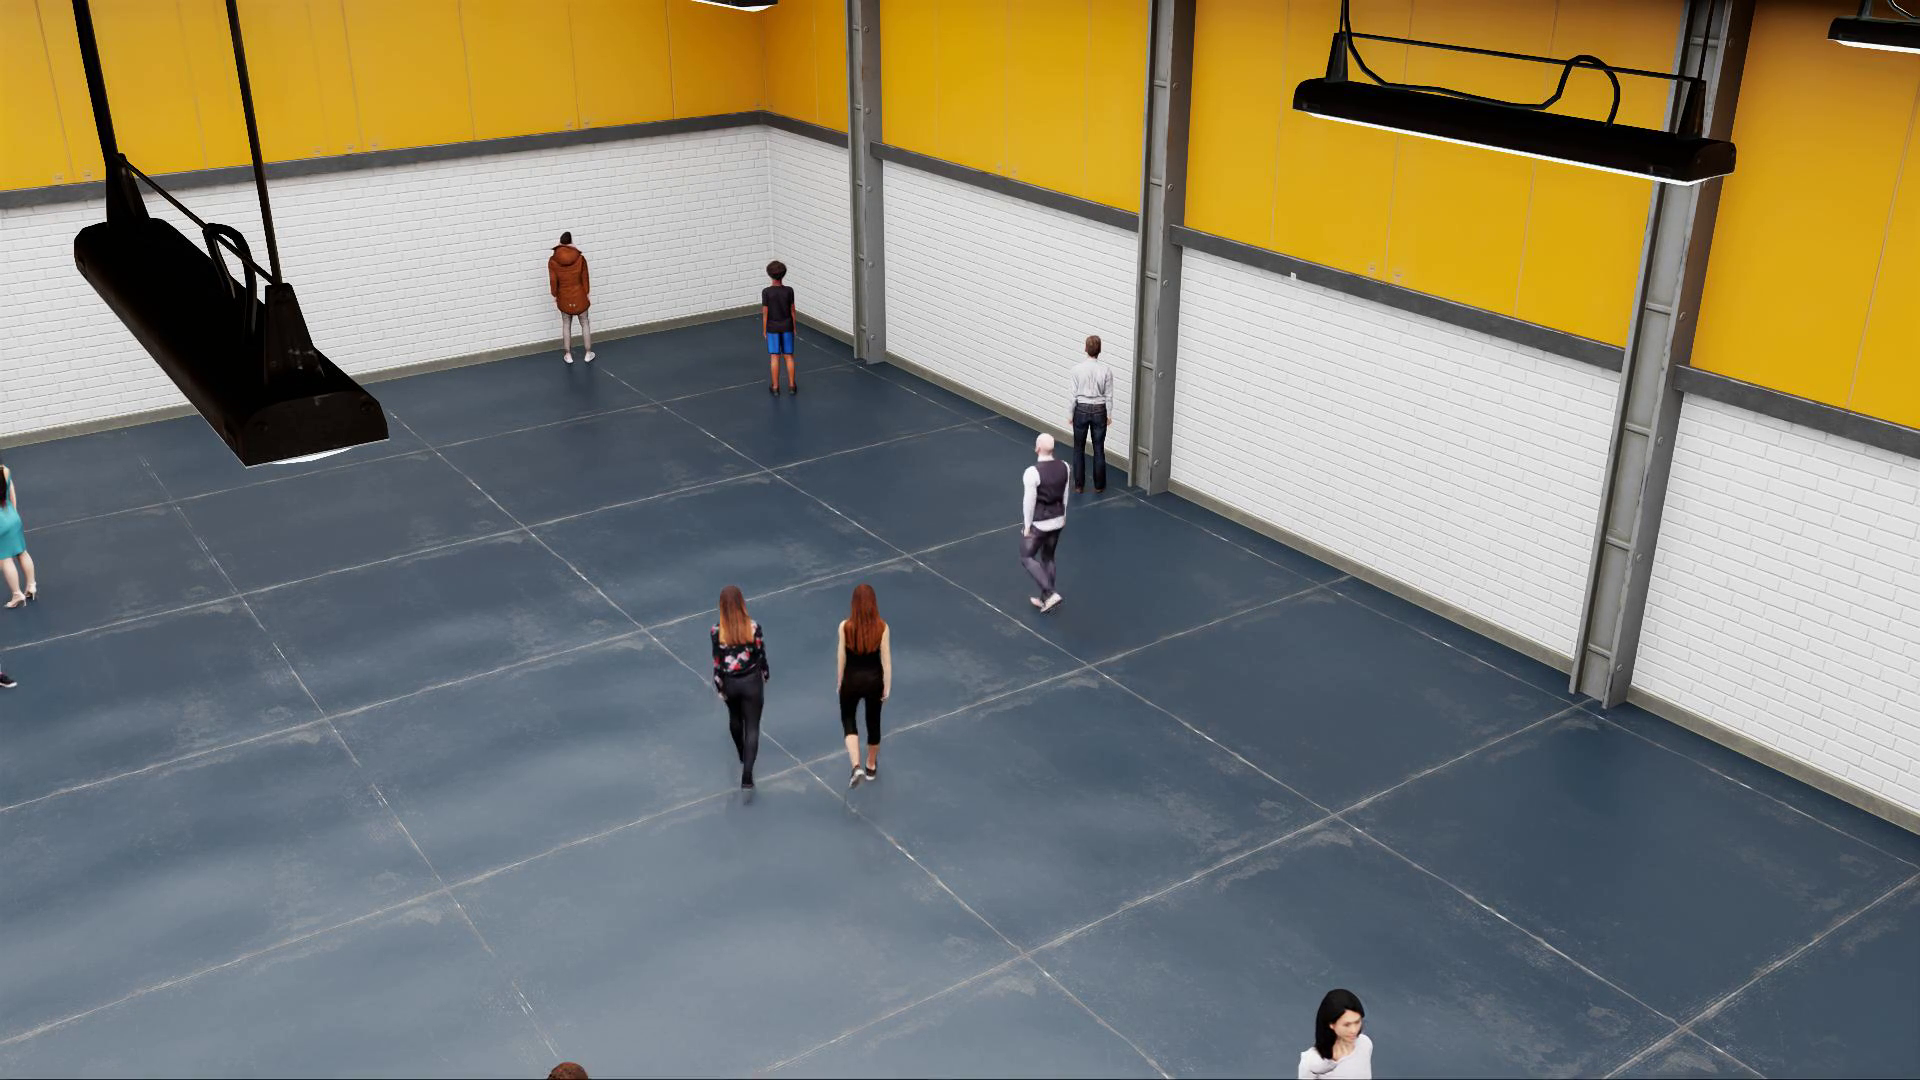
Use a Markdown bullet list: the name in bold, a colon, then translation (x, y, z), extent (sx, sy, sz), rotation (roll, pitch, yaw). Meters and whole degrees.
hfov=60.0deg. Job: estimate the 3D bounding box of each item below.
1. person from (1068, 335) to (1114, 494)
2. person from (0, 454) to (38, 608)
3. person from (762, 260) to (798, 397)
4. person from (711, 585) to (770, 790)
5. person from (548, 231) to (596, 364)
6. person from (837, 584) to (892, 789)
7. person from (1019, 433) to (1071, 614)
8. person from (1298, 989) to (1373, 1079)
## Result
- **person**: translation (1.462, -1.426, 18.721), extent (0.740, 1.819, 0.770), rotation (1, 24, 3)
- **person**: translation (-9.193, -0.161, 15.987), extent (0.655, 1.691, 0.613), rotation (6, 24, 14)
- **person**: translation (-2.367, -2.789, 21.871), extent (0.668, 1.793, 0.668), rotation (-6, 24, -14)
- **person**: translation (-1.698, 1.169, 12.989), extent (0.979, 1.656, 1.098), rotation (2, 24, 4)
- **person**: translation (-5.401, -3.385, 23.178), extent (0.829, 1.839, 0.855), rotation (-4, 24, -8)
- **person**: translation (-0.762, 1.169, 12.917), extent (0.842, 1.712, 0.975), rotation (-1, 24, -3)
- **person**: translation (0.842, -0.112, 15.725), extent (0.669, 1.810, 0.798), rotation (-16, 28, -32)
- **person**: translation (1.921, 3.048, 8.632), extent (0.630, 1.701, 0.579), rotation (-13, 27, -27)
